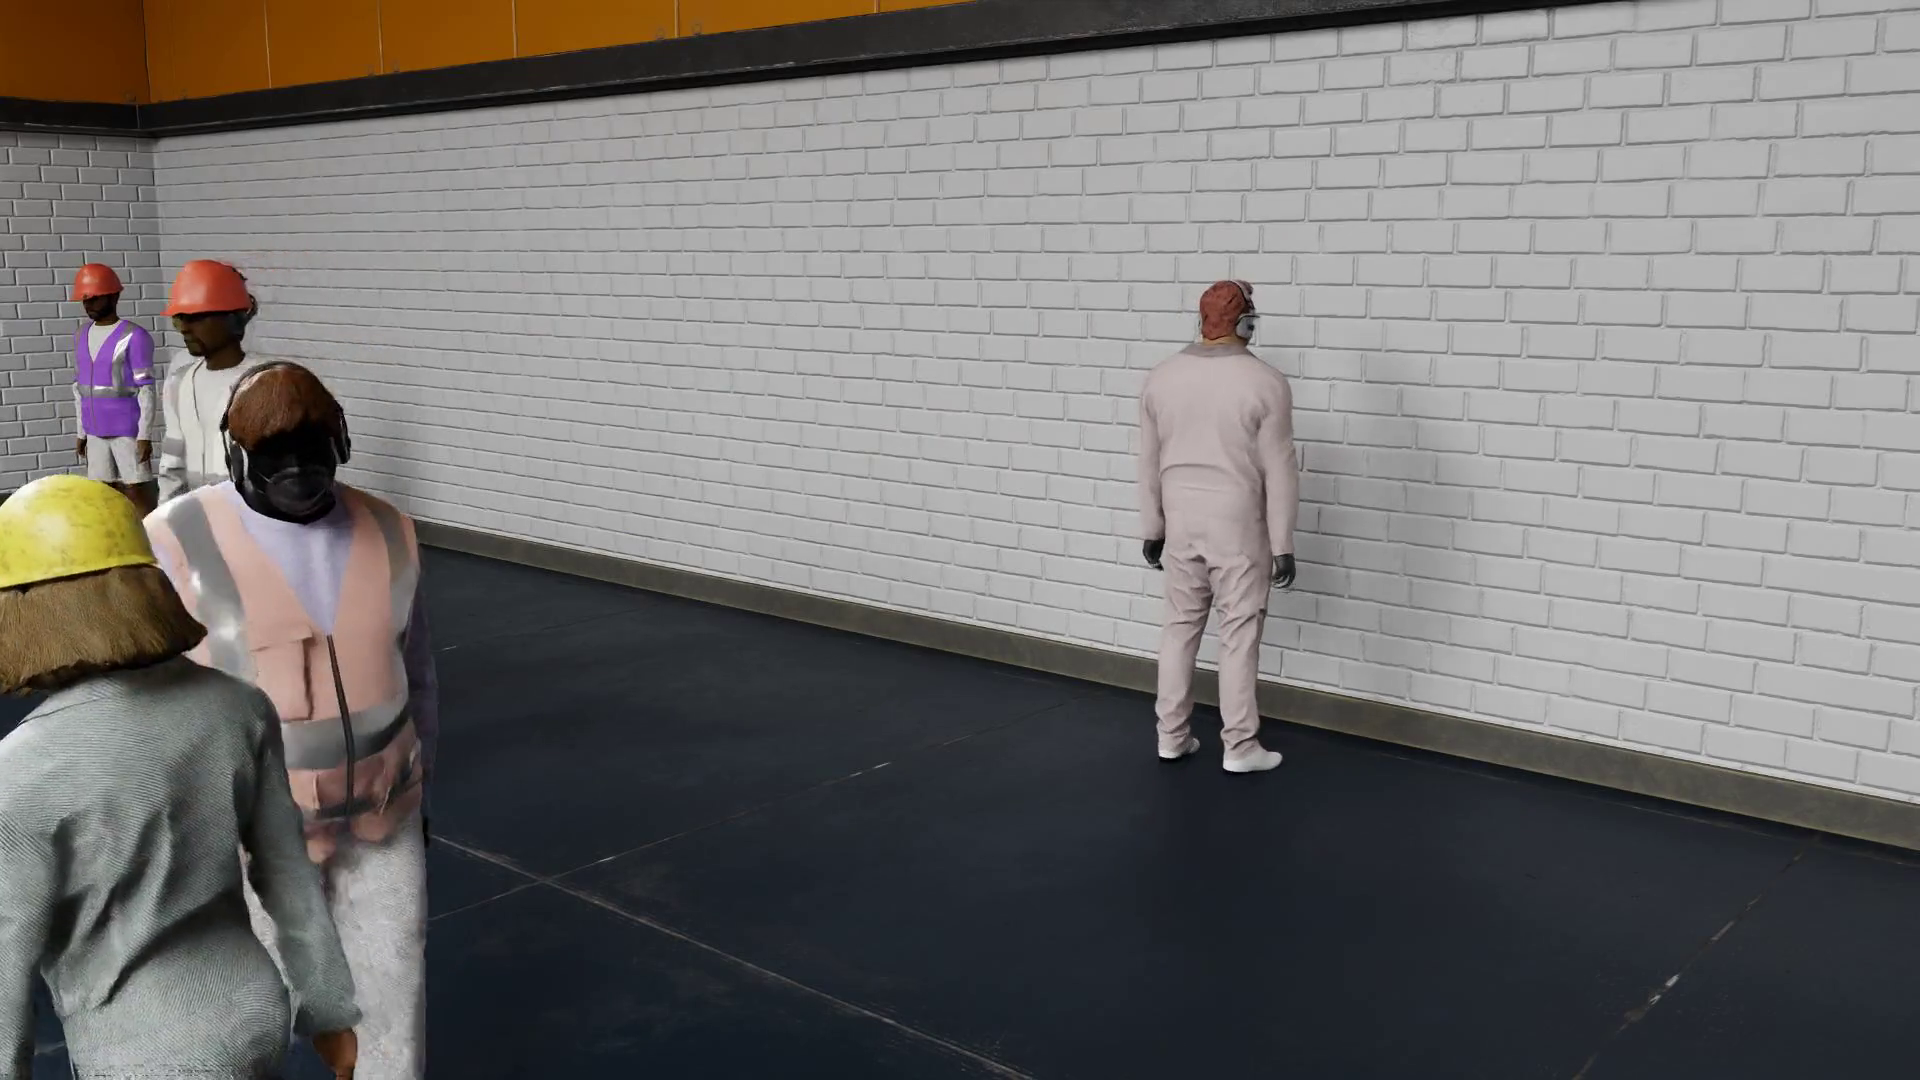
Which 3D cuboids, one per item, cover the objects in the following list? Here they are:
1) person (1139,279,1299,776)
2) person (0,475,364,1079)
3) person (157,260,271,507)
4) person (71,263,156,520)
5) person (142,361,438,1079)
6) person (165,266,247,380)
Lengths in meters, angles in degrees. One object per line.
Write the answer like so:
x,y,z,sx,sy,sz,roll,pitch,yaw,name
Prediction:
1.011,-0.047,6.430,0.652,1.905,0.402,8,13,39,person
-1.211,0.759,2.423,0.692,1.708,0.494,3,10,16,person
-2.615,-0.018,6.080,0.620,1.992,1.068,5,11,26,person
-5.007,-0.657,9.823,0.543,1.935,0.366,3,10,16,person
-1.333,0.544,3.323,0.666,1.815,0.636,9,14,43,person
-3.044,-0.155,6.875,0.368,1.967,0.600,-8,13,-39,person
